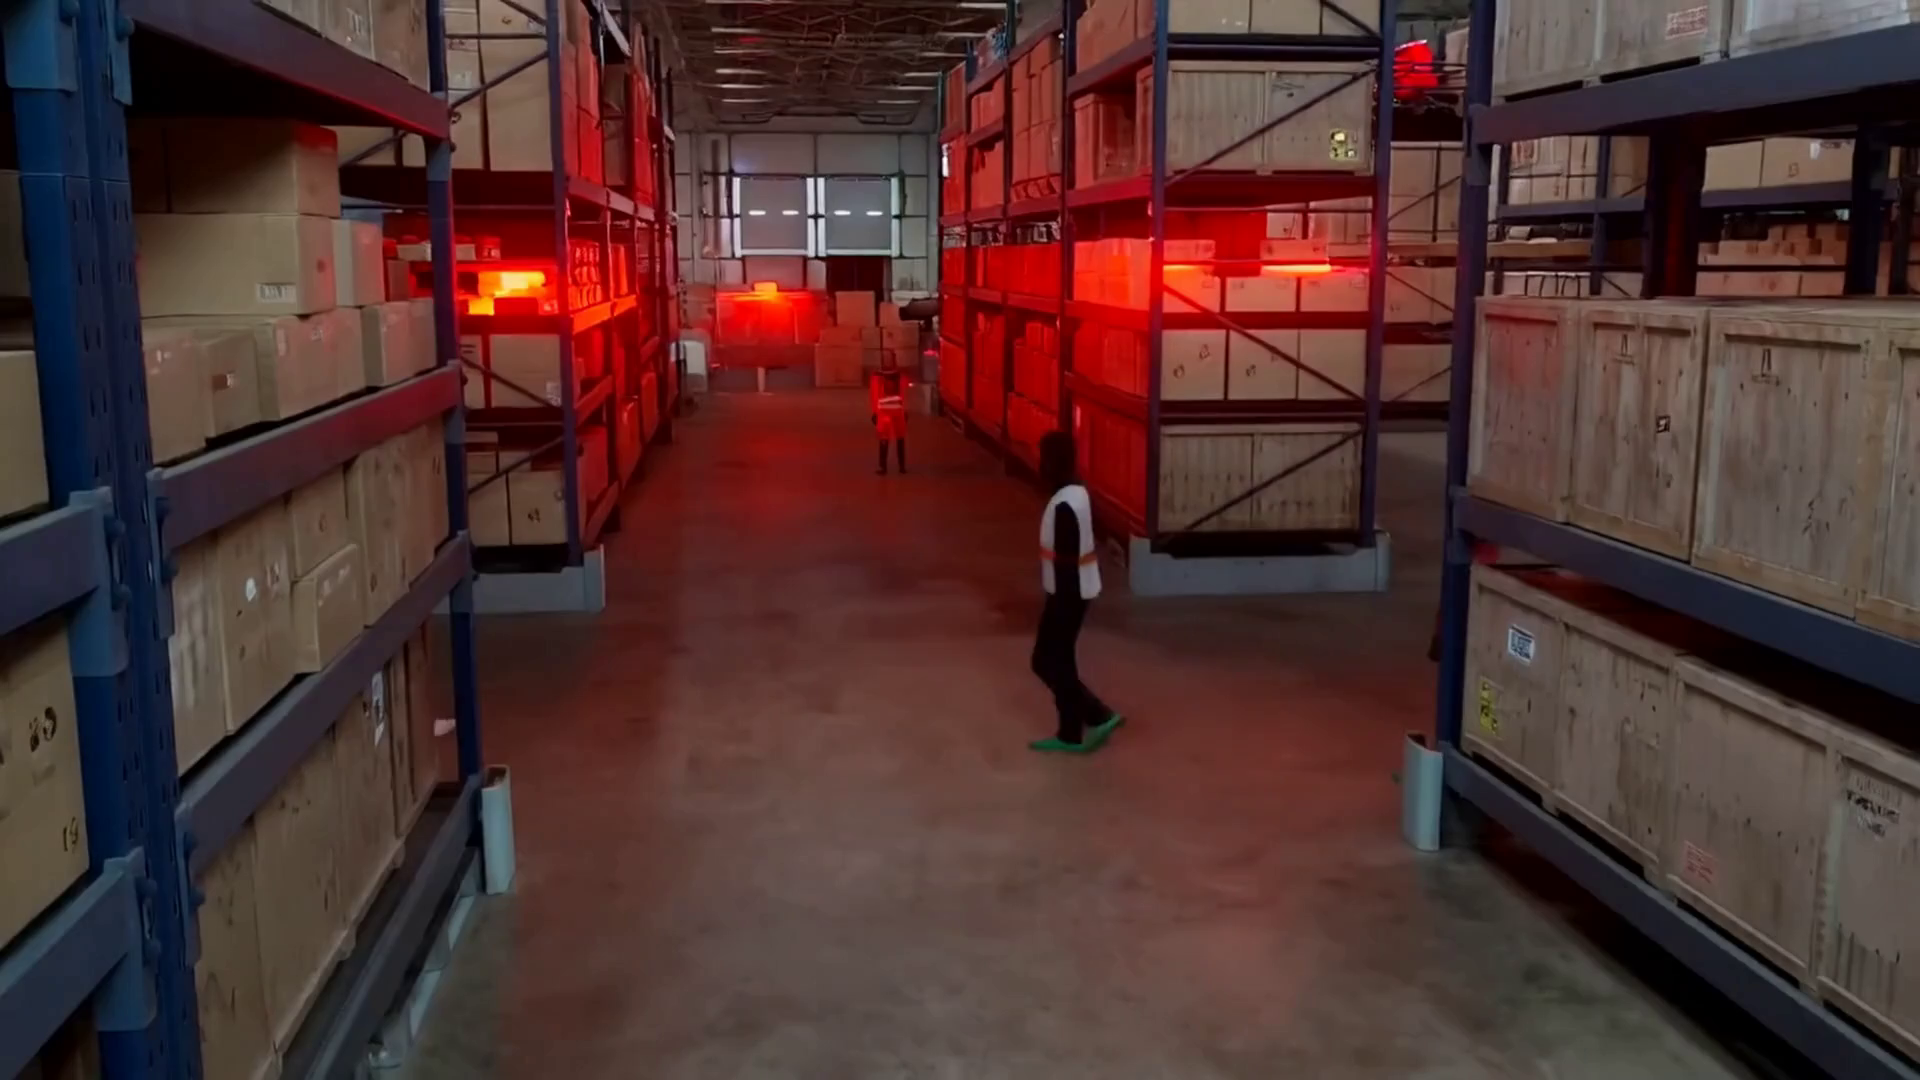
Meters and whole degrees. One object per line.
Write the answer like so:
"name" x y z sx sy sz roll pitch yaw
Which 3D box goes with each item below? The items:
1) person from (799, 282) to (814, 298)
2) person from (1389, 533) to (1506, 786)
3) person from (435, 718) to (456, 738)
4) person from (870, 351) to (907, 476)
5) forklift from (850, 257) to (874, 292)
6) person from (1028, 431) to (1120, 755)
"person" -5.535 -8.344 59.978 0.676 1.912 0.451 -3 10 -19
"person" 2.661 0.583 8.905 0.825 1.596 0.522 -1 10 -7
"person" -3.530 0.312 9.731 0.986 1.856 0.656 -5 11 -27
"person" -0.928 -1.655 21.816 0.523 1.636 0.311 -5 11 -25
"forklift" -2.854 -6.885 48.650 1.873 2.768 1.129 -6 12 -32
"person" 0.618 0.319 9.570 0.458 1.904 0.590 1 10 8
